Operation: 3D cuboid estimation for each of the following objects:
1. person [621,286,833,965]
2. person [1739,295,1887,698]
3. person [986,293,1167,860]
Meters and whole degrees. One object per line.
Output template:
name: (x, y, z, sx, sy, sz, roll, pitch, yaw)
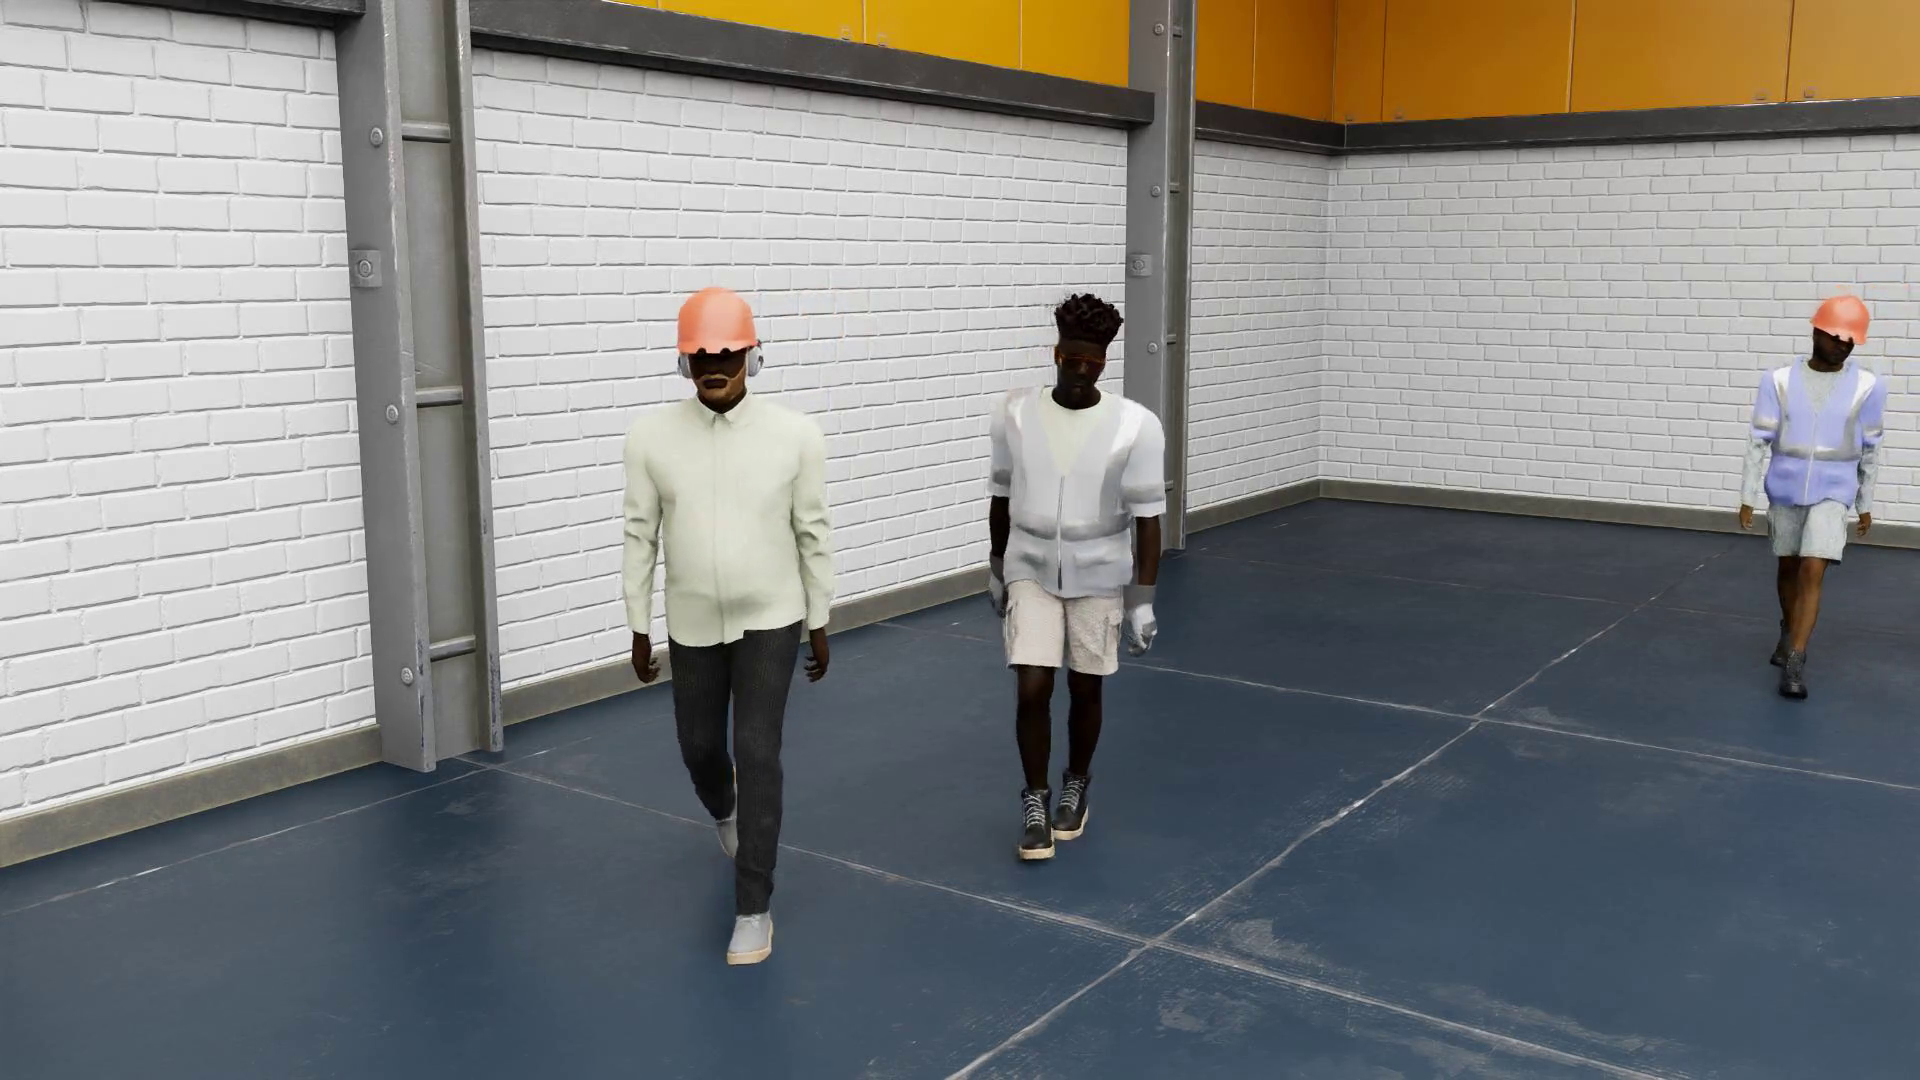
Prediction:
person: (-0.697, 0.208, 5.064, 0.627, 1.963, 0.850, 0, 10, -1)
person: (4.073, -0.232, 7.966, 0.563, 1.868, 1.036, 6, 11, 34)
person: (0.384, 0.133, 5.619, 0.631, 1.909, 0.710, 2, 10, 12)
